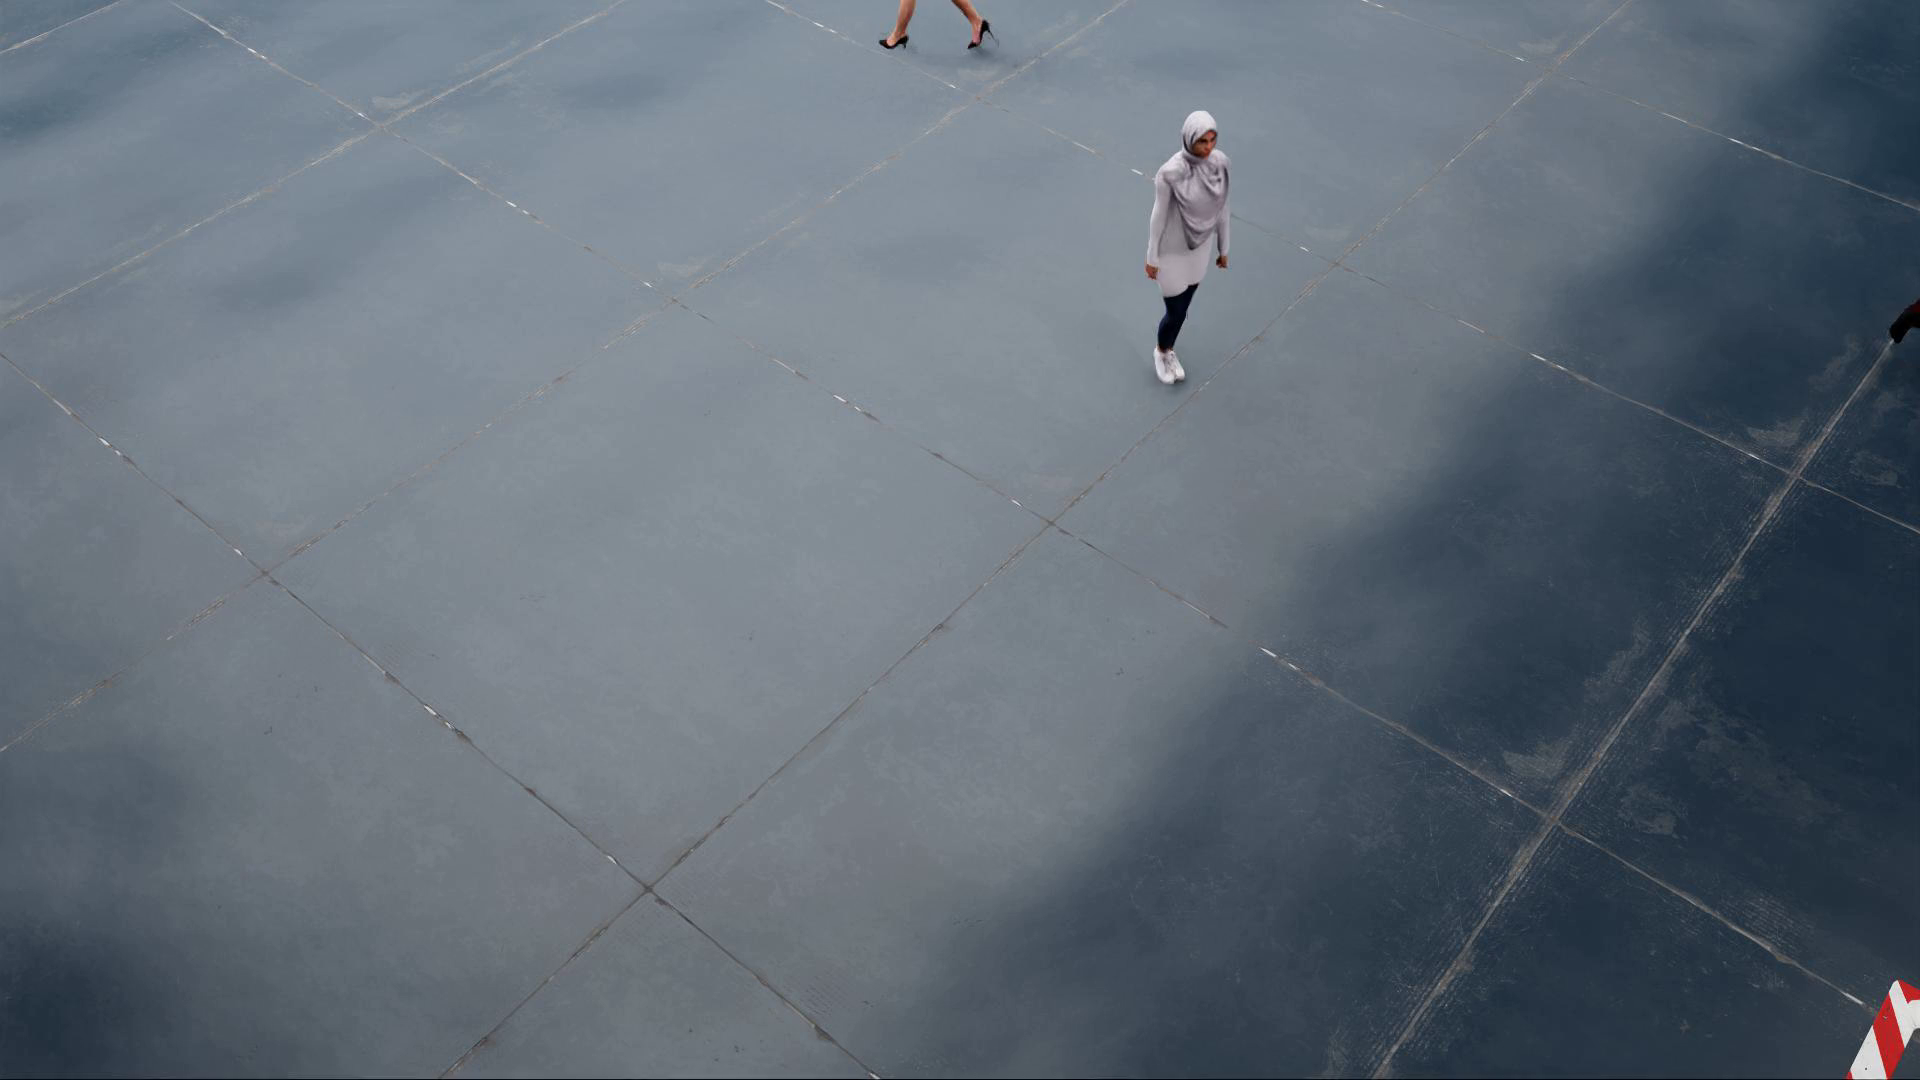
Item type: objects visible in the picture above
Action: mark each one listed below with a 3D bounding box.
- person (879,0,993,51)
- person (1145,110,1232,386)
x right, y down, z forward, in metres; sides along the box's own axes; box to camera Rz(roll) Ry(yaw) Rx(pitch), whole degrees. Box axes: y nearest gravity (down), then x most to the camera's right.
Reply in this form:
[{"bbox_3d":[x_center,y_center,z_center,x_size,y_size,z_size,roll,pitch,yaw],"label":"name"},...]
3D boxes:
[{"bbox_3d":[-0.129,-4.182,11.840,1.158,1.602,1.022,-2,47,-2],"label":"person"},{"bbox_3d":[1.226,-1.684,9.416,0.710,1.770,0.703,-19,50,-17],"label":"person"}]
